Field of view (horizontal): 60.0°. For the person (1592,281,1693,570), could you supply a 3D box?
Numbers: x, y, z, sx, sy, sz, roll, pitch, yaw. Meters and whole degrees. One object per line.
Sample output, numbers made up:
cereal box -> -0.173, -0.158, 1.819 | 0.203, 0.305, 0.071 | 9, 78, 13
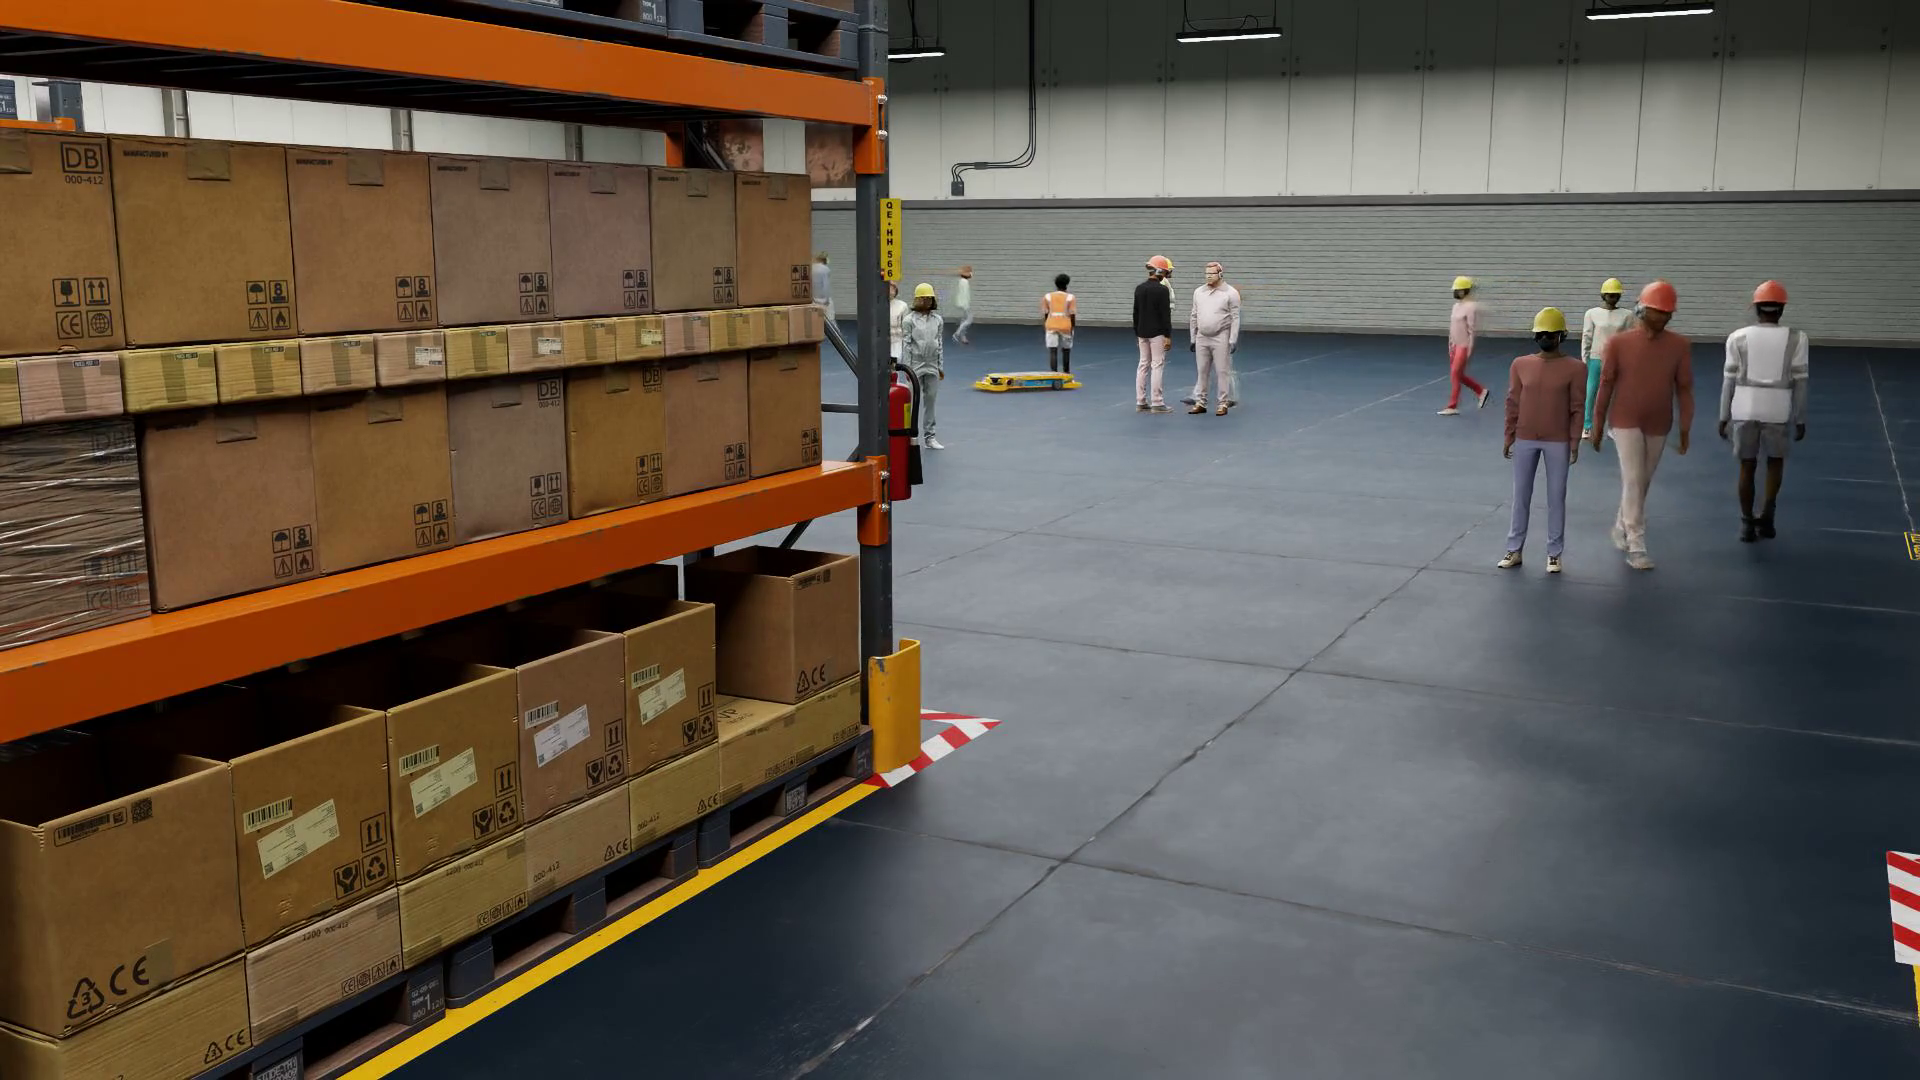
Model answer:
person -> 4.725, -0.821, 11.529 | 0.625, 1.941, 1.024 | 0, 10, 2

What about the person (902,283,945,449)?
person -> -0.372, -1.799, 17.363 | 0.487, 1.746, 0.290 | -7, 12, -33

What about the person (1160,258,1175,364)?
person -> 3.573, -4.019, 29.225 | 0.404, 1.834, 0.591 | 1, 10, 7

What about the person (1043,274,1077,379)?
person -> 1.521, -3.176, 25.098 | 0.531, 1.640, 0.865 | 2, 11, 13

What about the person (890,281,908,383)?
person -> -0.951, -2.736, 22.783 | 0.526, 1.619, 0.621 | 0, 10, 2

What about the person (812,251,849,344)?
person -> -2.758, -5.009, 34.439 | 0.957, 1.896, 0.656 | -8, 13, -39

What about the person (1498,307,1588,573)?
person -> 3.895, -0.665, 11.124 | 0.523, 1.769, 0.309 | 6, 12, 31

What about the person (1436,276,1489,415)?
person -> 6.334, -2.430, 20.813 | 0.661, 1.744, 0.528 | -2, 11, -9

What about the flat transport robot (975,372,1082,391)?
flat transport robot -> 0.996, -2.322, 24.237 | 1.431, 0.197, 0.652 | -5, 11, -23

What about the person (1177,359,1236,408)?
person -> 3.239, -2.485, 21.491 | 0.819, 1.591, 0.522 | -3, 11, -17

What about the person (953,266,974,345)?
person -> 0.109, -4.783, 33.955 | 0.383, 1.618, 0.515 | 0, 10, -3

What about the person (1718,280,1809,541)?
person -> 5.870, -0.932, 12.167 | 0.573, 1.916, 0.446 | 5, 12, 26

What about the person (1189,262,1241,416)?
person -> 3.156, -2.507, 20.783 | 0.649, 1.906, 0.401 | 7, 13, 34

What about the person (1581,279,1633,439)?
person -> 7.132, -1.991, 18.351 | 0.533, 1.767, 0.314 | 2, 11, 9

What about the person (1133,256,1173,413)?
person -> 2.465, -2.600, 21.074 | 0.402, 1.982, 0.624 | -7, 13, -35
